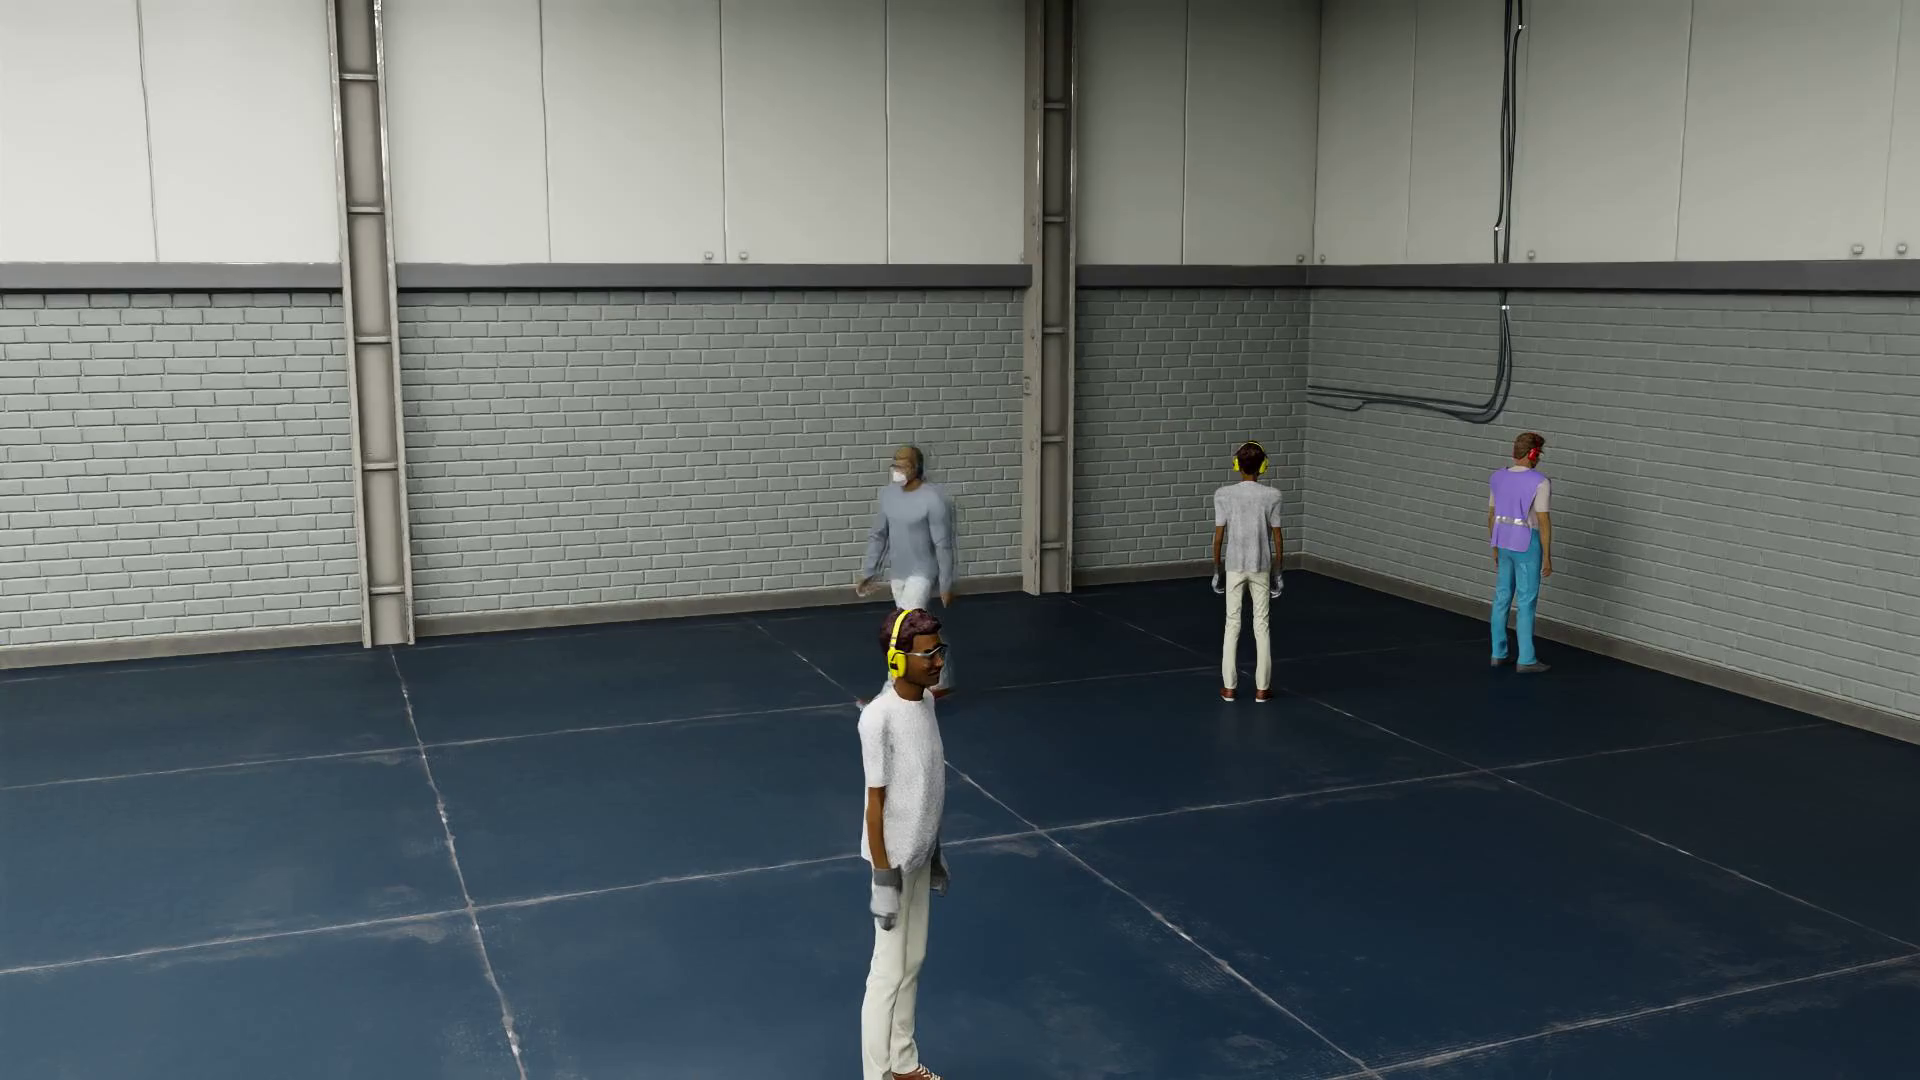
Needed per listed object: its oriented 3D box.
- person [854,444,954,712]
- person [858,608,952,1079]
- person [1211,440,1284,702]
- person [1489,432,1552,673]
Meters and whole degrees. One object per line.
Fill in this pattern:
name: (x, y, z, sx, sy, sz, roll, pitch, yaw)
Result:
person: (-0.382, 0.280, 11.448, 1.031, 1.880, 0.654, -8, 12, -41)
person: (-0.180, 1.161, 5.960, 0.328, 1.874, 0.517, 4, 10, 22)
person: (2.050, 0.225, 11.838, 0.514, 1.872, 0.328, 2, 9, 12)
person: (4.281, 0.096, 12.750, 0.388, 1.838, 0.563, -5, 10, -30)
